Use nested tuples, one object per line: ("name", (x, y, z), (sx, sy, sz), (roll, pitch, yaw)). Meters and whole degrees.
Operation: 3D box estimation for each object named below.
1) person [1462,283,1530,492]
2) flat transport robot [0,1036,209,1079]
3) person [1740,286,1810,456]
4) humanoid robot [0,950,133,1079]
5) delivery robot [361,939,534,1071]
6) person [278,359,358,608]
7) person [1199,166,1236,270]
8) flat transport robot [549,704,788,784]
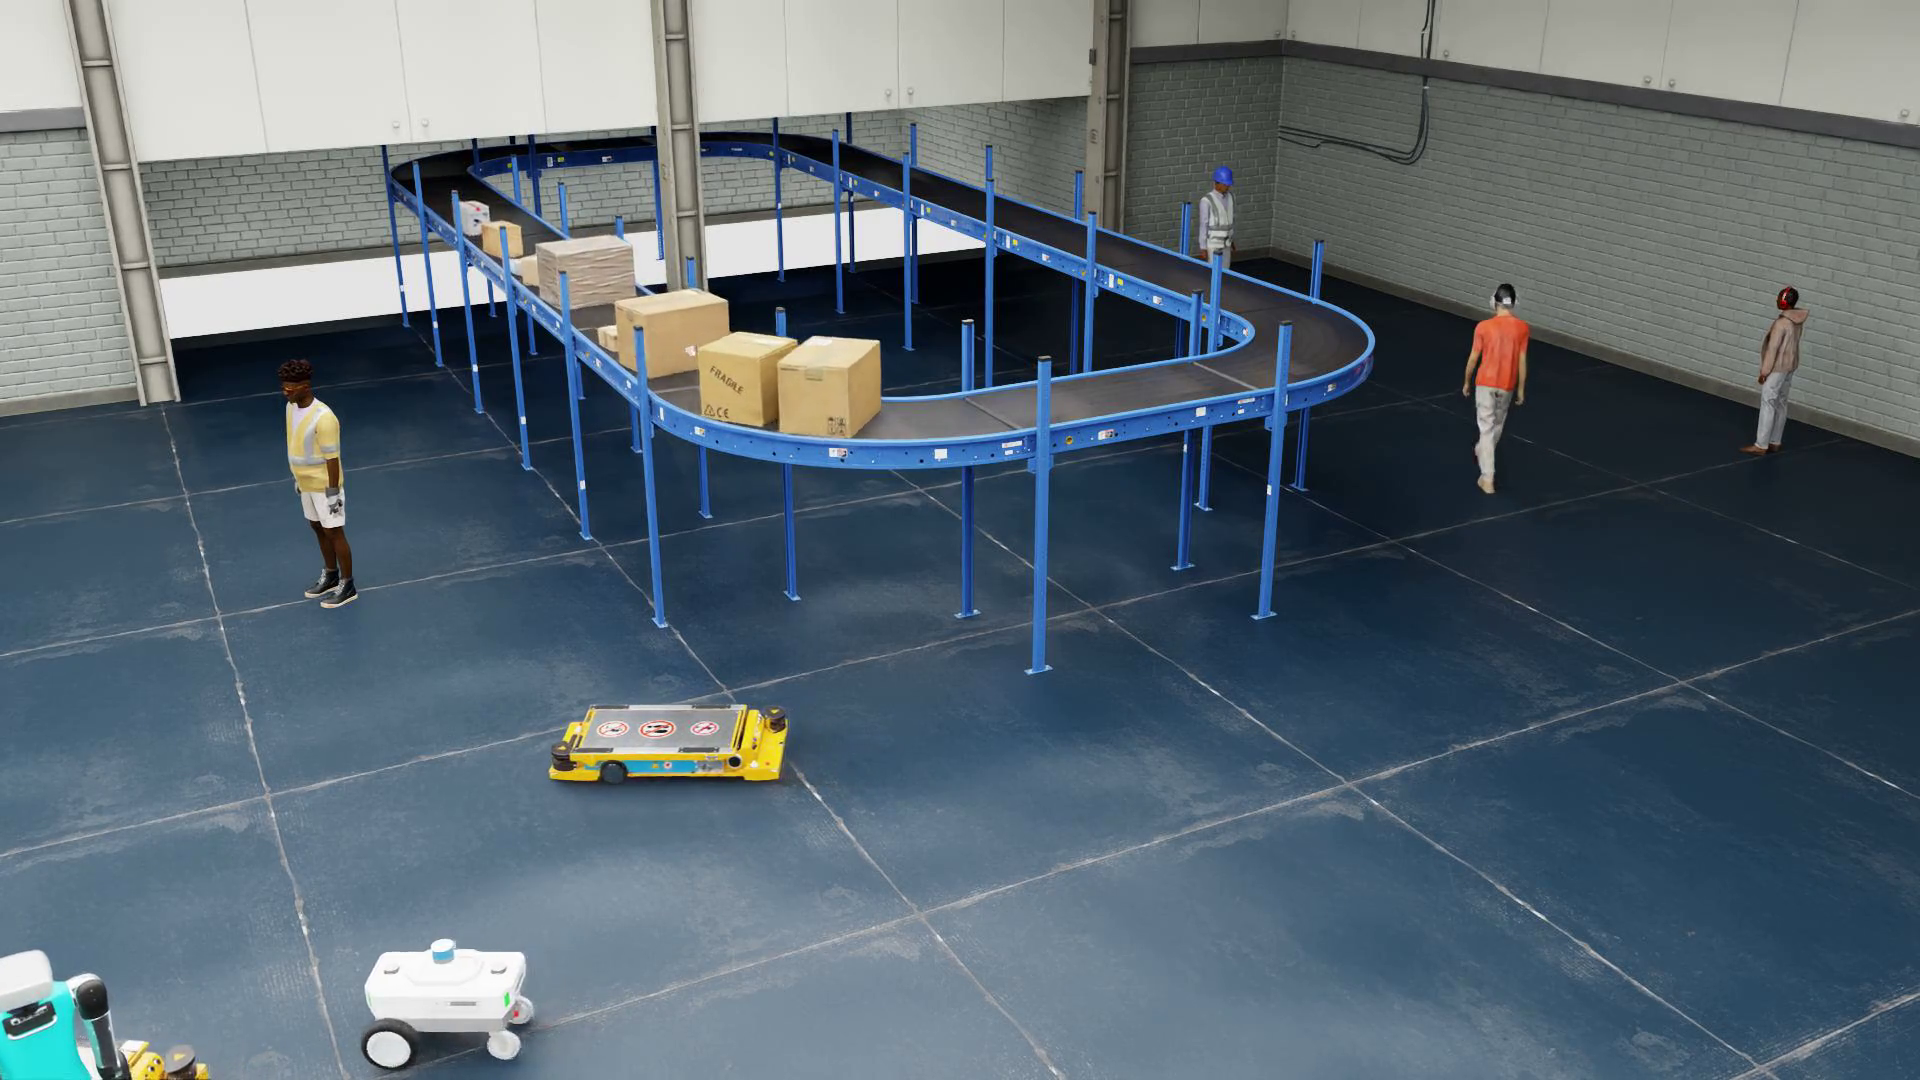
("person", (4.898, -1.454, 15.335), (0.507, 1.867, 0.955), (1, 22, 2))
("flat transport robot", (-4.279, 2.552, 7.568), (1.431, 0.231, 0.659), (2, 22, 5))
("person", (7.906, -1.628, 16.061), (0.464, 1.647, 0.317), (-16, 27, -34))
("humanoid robot", (-3.190, 2.346, 6.042), (0.547, 1.751, 0.679), (-18, 28, -37))
("delivery robot", (-2.491, 2.216, 8.042), (0.815, 0.614, 0.499), (0, 22, 0))
("person", (-4.920, -0.446, 12.732), (0.601, 1.958, 0.371), (19, 29, 39))
("person", (3.232, -3.717, 20.853), (0.615, 1.933, 0.416), (-18, 28, -37))
("flat transport robot", (-1.848, 1.303, 10.654), (1.431, 0.231, 0.659), (0, 22, 0))
